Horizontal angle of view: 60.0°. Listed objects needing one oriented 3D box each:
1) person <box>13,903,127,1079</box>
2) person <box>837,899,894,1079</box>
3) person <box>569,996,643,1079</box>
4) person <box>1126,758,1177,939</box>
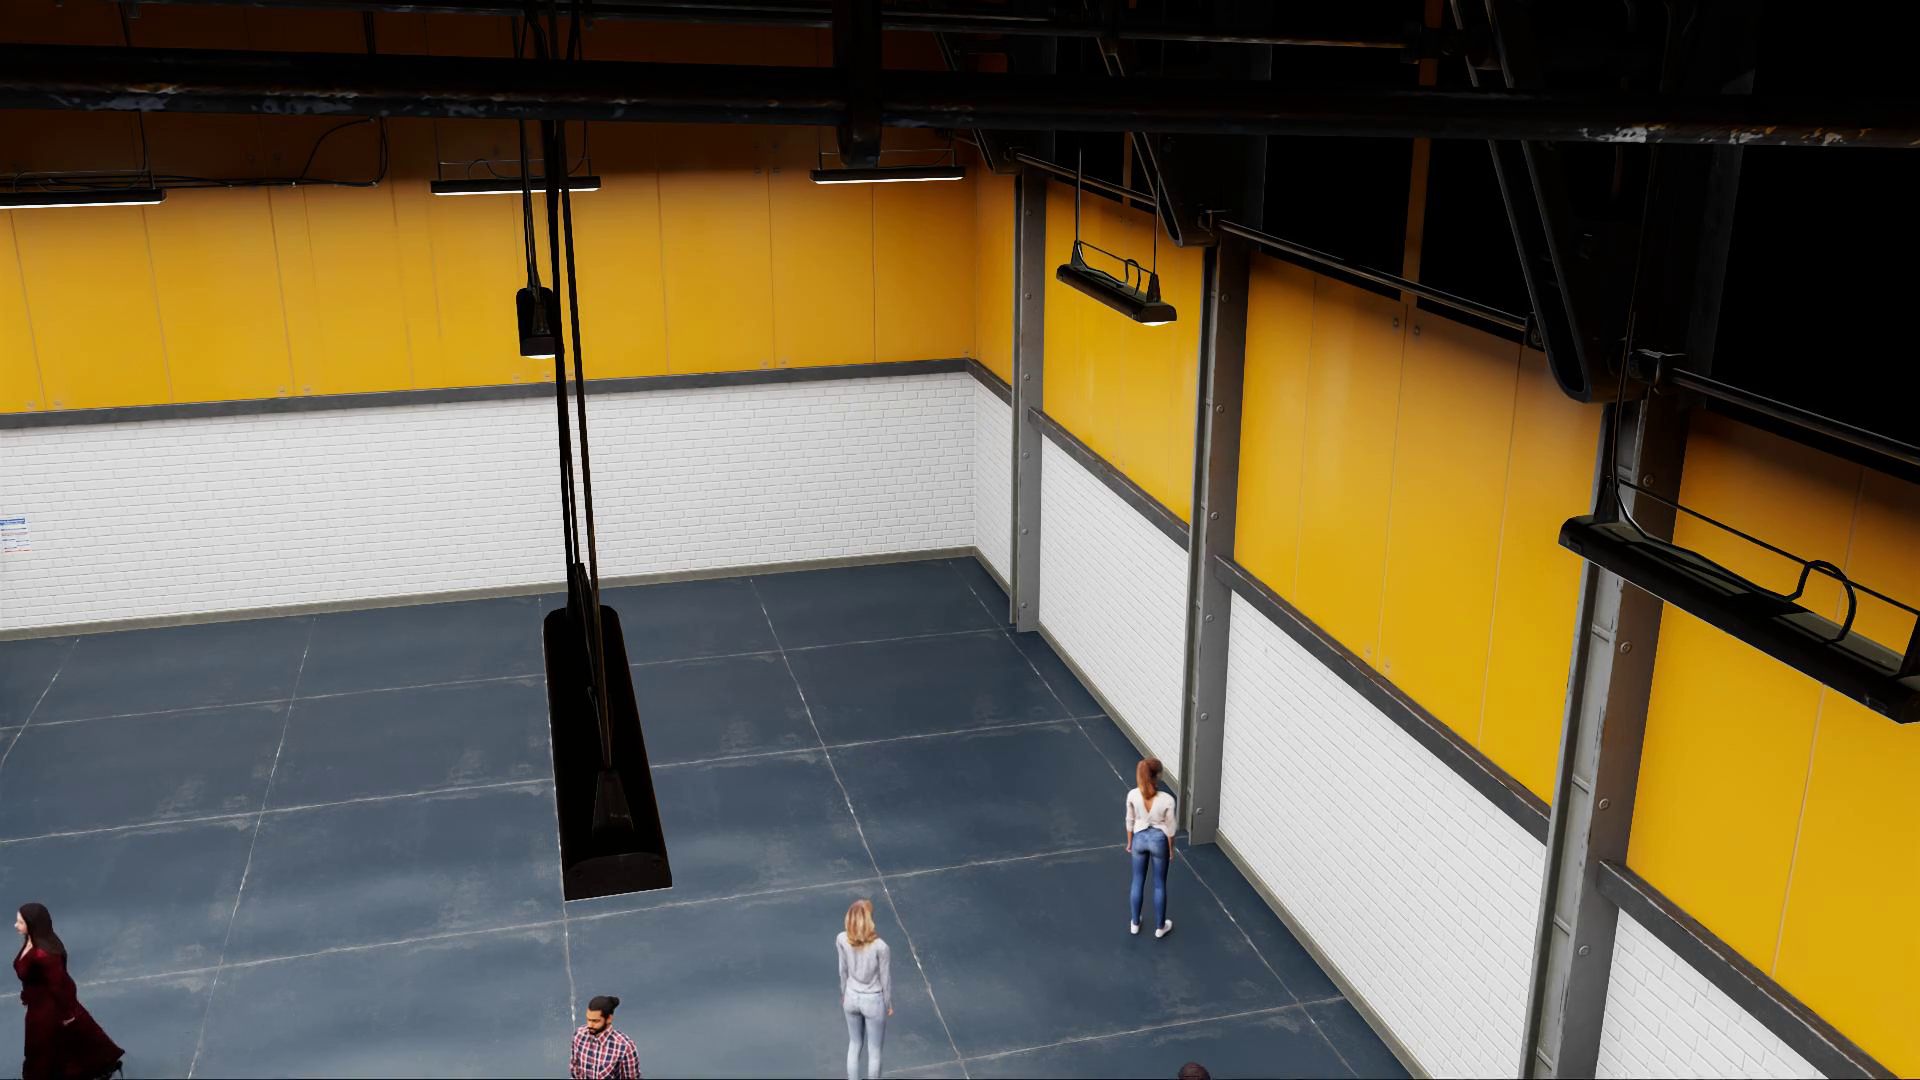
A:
[{"bbox_3d":[-6.855,3.548,12.766,0.995,1.698,1.183,-13,22,-33],"label":"person"},{"bbox_3d":[-0.722,3.531,12.662,0.666,1.796,0.708,8,20,23],"label":"person"},{"bbox_3d":[-2.449,3.935,11.517,0.792,1.761,0.807,7,20,19],"label":"person"},{"bbox_3d":[1.720,2.773,15.035,0.681,1.720,0.705,7,20,20],"label":"person"}]
